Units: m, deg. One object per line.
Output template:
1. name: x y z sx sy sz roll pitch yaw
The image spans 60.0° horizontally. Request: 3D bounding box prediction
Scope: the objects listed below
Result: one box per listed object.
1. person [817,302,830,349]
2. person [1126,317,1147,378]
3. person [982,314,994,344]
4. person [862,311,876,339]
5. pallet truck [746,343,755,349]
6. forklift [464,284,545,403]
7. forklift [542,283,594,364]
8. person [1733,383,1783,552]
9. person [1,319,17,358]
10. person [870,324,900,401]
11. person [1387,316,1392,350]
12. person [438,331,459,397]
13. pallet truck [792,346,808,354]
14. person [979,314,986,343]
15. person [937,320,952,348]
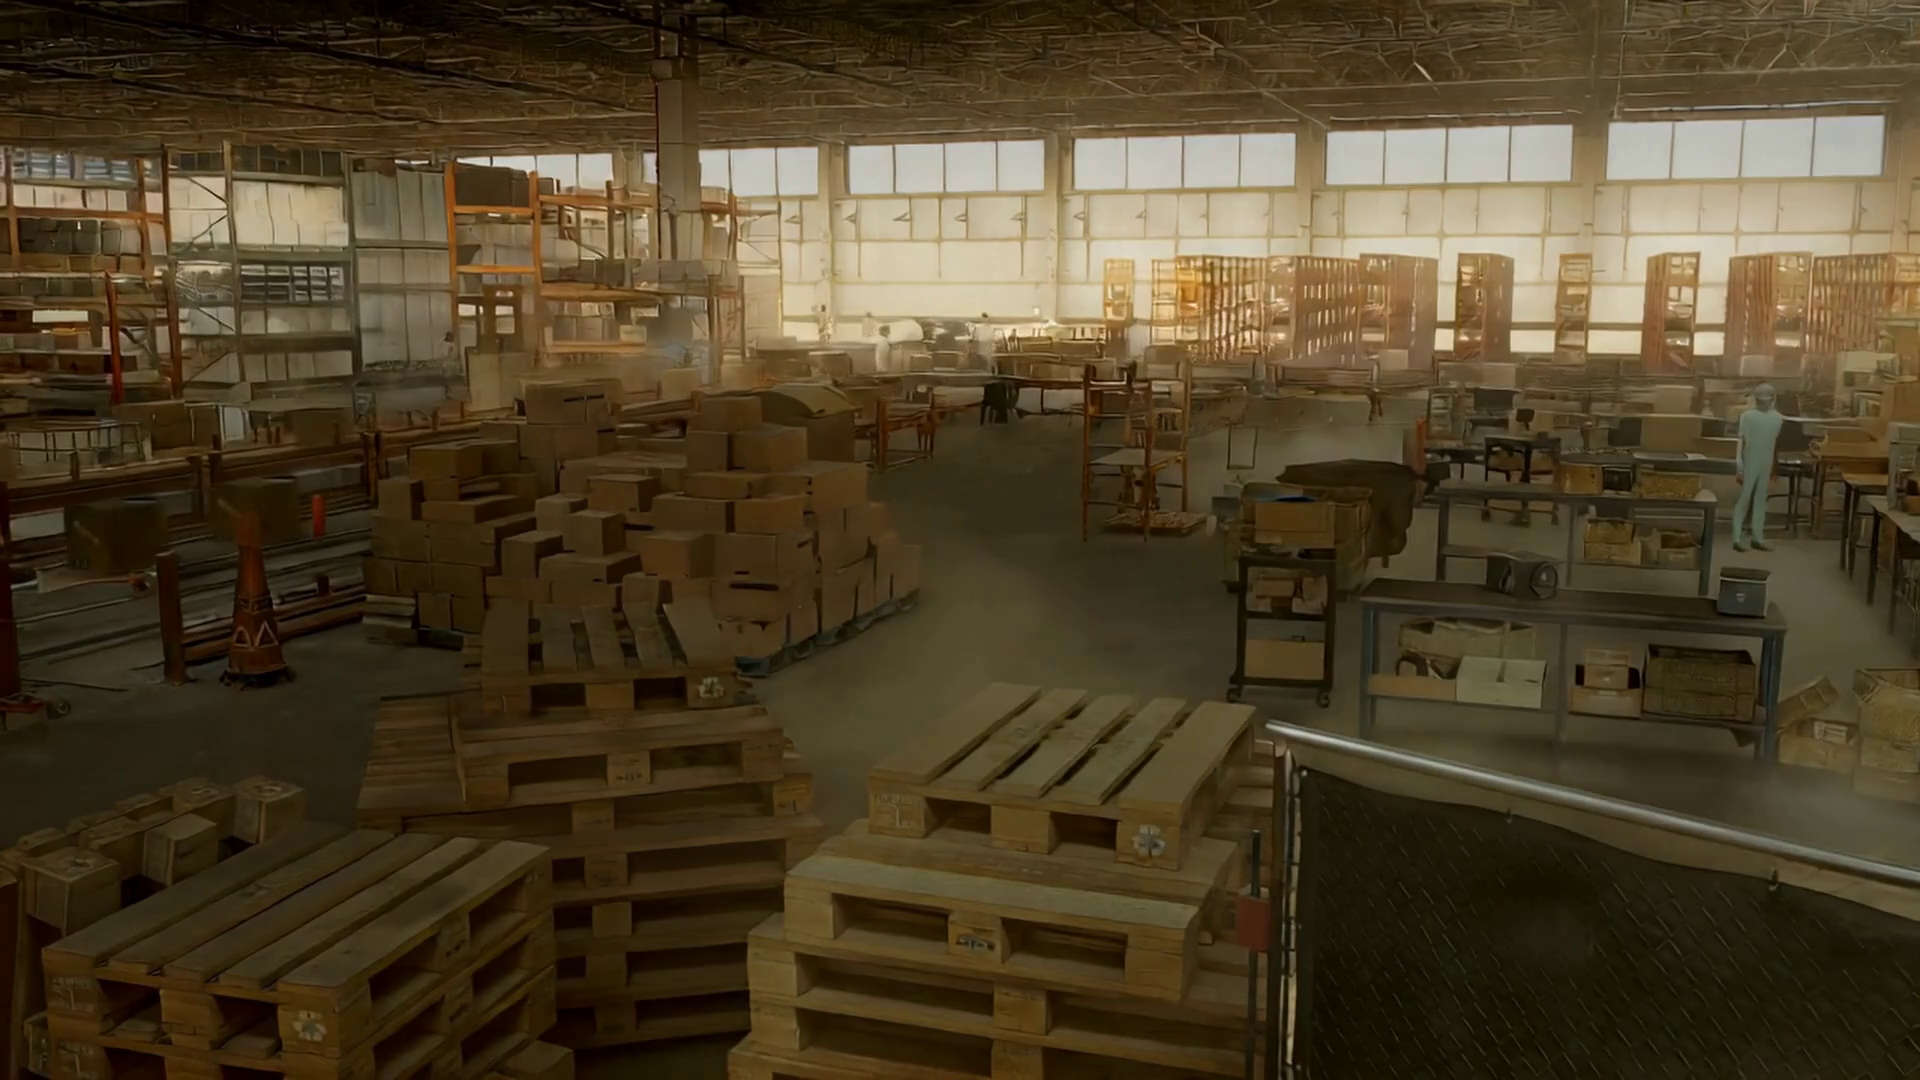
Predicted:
1. person: -5.575 -8.737 67.897 0.361 1.940 0.543 -8 12 -40
2. person: 5.024 -5.415 47.317 0.662 1.861 1.005 -3 10 -21
3. person: 0.788 -6.244 52.682 0.970 1.789 0.594 0 9 3
4. person: -3.439 -7.680 61.983 0.498 1.710 0.852 -6 11 -33
5. pallet truck: -6.183 -4.618 44.264 1.601 1.201 0.680 -9 12 -43
6. forklift: -10.832 -4.702 39.610 1.129 2.768 1.873 3 10 20
7. forklift: -10.935 -5.625 45.407 1.129 2.768 1.873 3 10 20
8. person: 8.768 -0.797 18.259 0.532 1.869 0.311 -1 9 -7
9. person: -25.994 -5.097 45.206 0.680 1.879 0.485 -3 10 -21
10. person: -1.762 -4.047 38.612 1.017 1.896 0.609 2 9 10
11. person: 14.970 -7.054 57.746 0.580 1.805 0.772 5 10 26
12. person: -12.566 -4.287 40.726 0.537 1.681 0.530 4 10 25
13. pallet truck: -3.705 -4.298 42.022 0.653 1.274 1.630 3 10 20
14. person: 0.803 -6.557 54.782 0.326 1.752 0.561 7 11 37
15. person: -0.348 -5.217 46.267 0.929 1.779 0.617 3 10 20
